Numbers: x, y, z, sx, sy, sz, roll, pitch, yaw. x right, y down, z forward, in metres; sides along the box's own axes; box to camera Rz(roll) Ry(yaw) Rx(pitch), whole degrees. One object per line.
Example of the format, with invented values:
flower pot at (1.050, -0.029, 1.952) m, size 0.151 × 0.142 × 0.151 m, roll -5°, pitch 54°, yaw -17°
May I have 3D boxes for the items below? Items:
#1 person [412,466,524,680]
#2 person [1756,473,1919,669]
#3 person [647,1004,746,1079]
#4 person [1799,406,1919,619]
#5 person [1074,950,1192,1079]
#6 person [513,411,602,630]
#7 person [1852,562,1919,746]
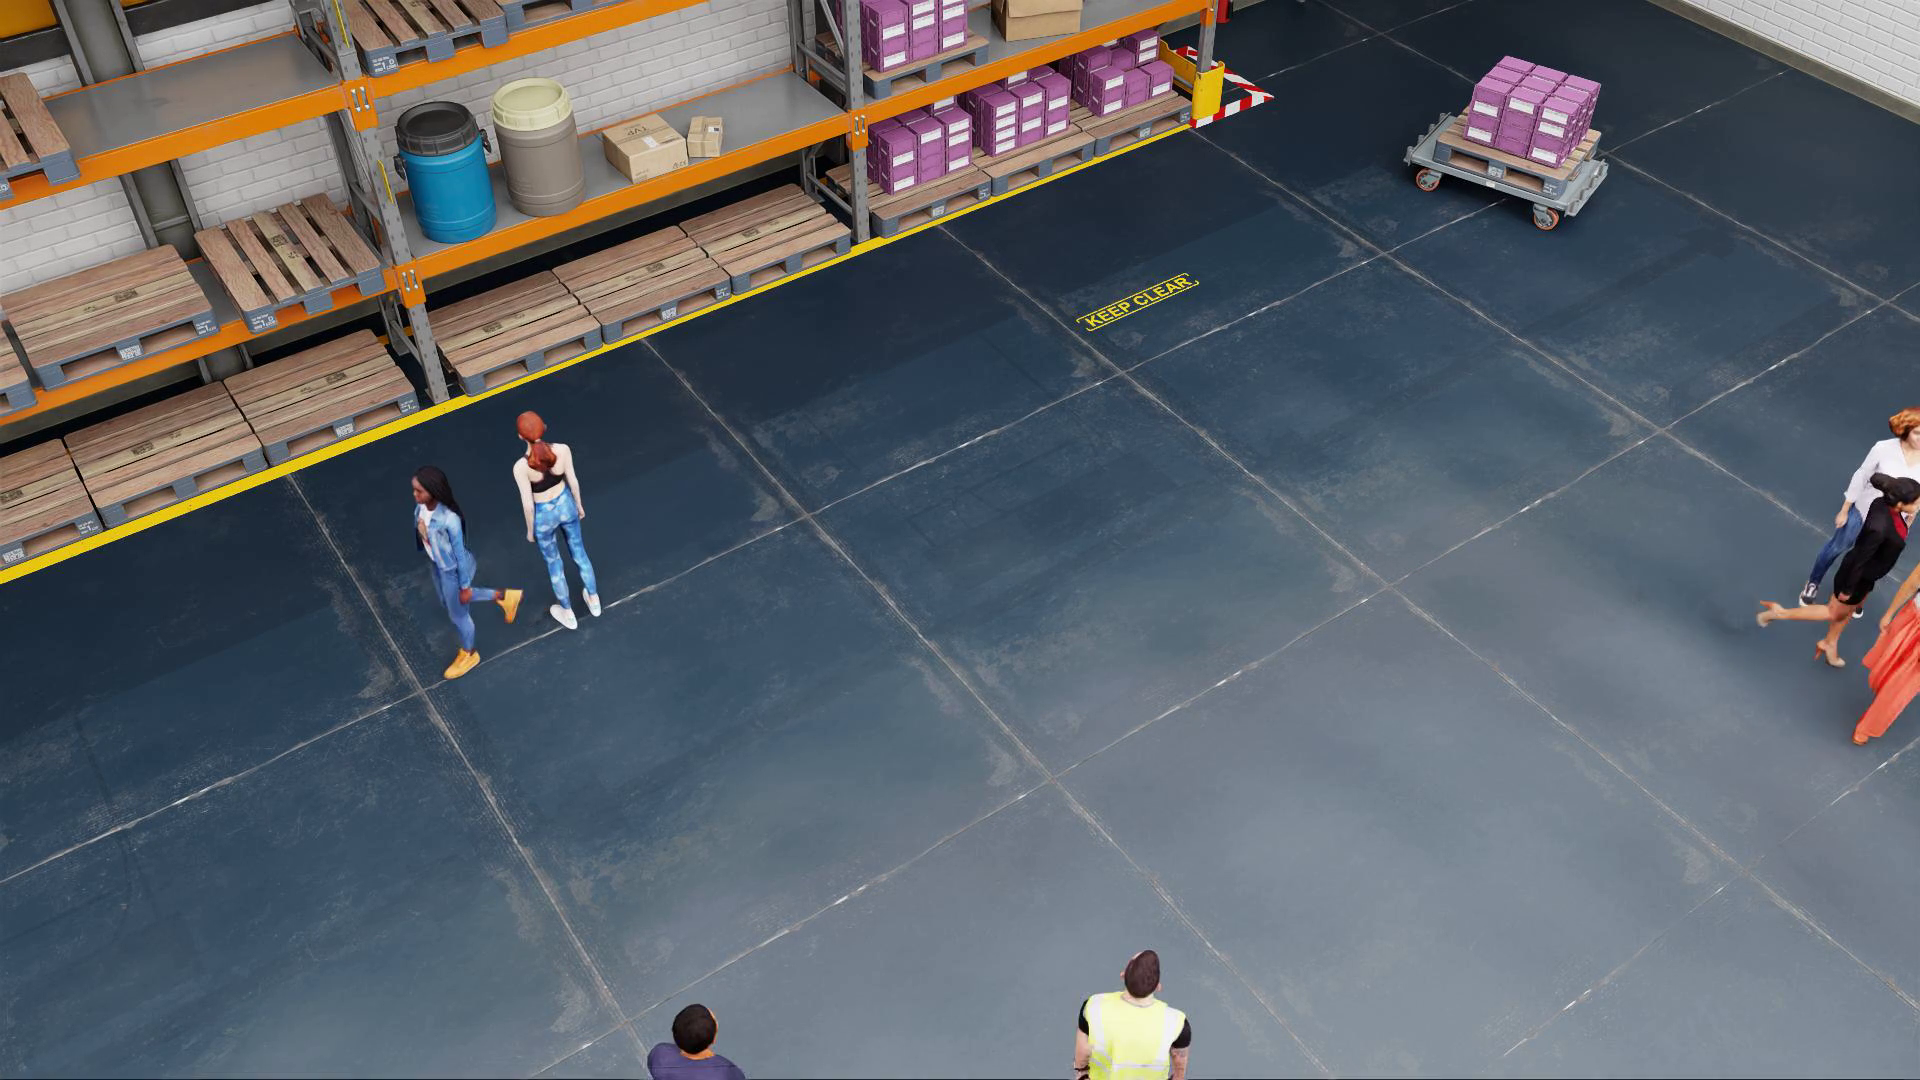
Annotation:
person at (-3.199, 0.157, 10.748) m, size 0.966 × 1.694 × 0.693 m, roll -33°, pitch 53°, yaw -30°
person at (5.709, 0.204, 10.752) m, size 0.851 × 1.620 × 0.898 m, roll 23°, pitch 48°, yaw 23°
person at (-1.248, 2.811, 7.906) m, size 1.071 × 1.771 × 1.120 m, roll 7°, pitch 44°, yaw 7°
person at (6.141, -0.211, 11.120) m, size 0.755 × 1.713 × 0.801 m, roll 11°, pitch 45°, yaw 11°
person at (0.802, 2.630, 8.056) m, size 1.058 × 1.826 × 1.132 m, roll 8°, pitch 44°, yaw 9°
person at (-2.680, -0.133, 10.986) m, size 0.501 × 1.785 × 0.639 m, roll -29°, pitch 51°, yaw -27°
person at (5.997, 0.526, 10.291) m, size 0.874 × 1.789 × 0.691 m, roll -33°, pitch 52°, yaw -29°
